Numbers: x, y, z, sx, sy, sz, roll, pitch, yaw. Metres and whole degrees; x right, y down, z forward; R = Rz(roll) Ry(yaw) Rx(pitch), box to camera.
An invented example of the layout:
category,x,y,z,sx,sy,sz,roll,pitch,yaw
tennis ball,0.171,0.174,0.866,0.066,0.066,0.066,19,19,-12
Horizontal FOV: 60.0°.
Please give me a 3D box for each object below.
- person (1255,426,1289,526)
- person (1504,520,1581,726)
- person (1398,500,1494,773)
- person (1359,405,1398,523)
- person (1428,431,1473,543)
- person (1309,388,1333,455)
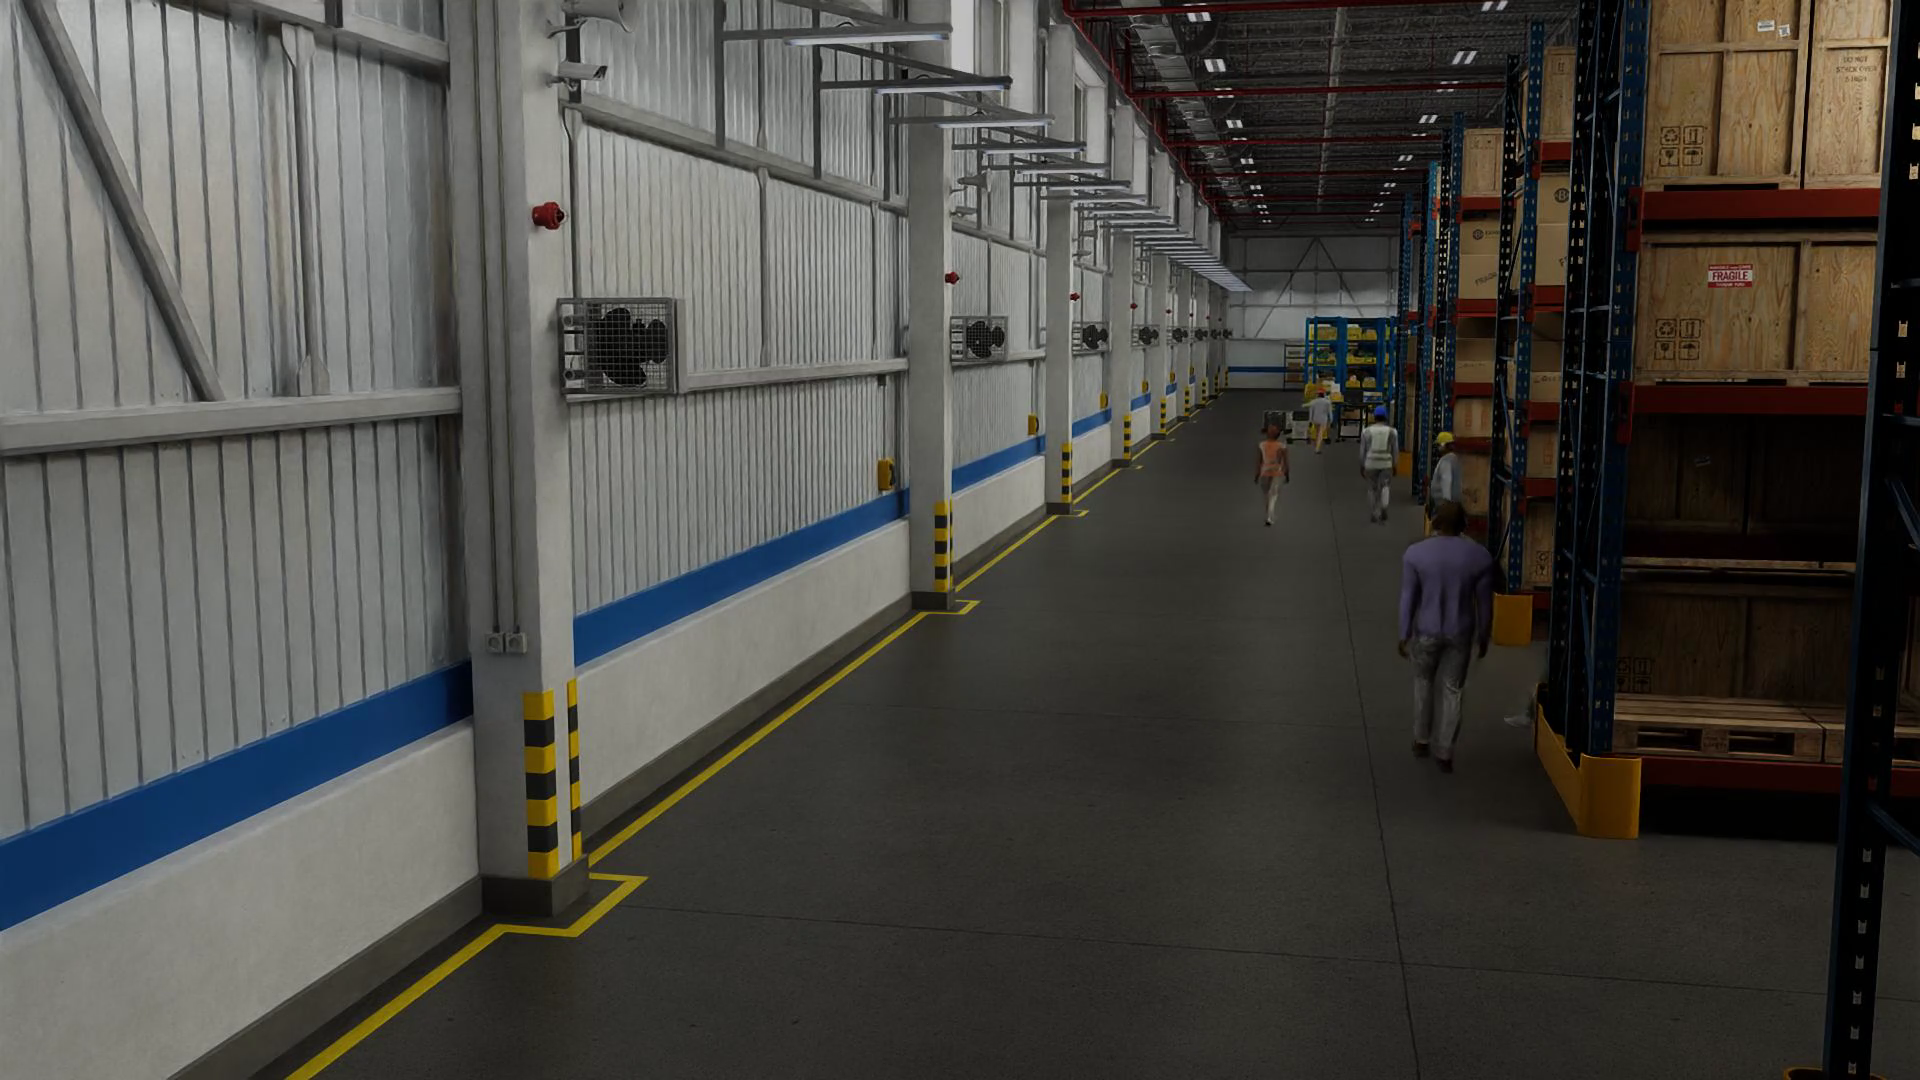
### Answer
category,x,y,z,sx,sy,sz,roll,pitch,yaw
person,5.009,-1.032,26.752,0.534,1.602,0.846,4,8,27
person,4.799,0.636,13.010,0.900,1.693,0.503,1,7,11
person,3.469,0.660,11.929,0.661,1.910,0.843,1,7,11
person,6.802,-1.234,27.050,0.608,1.933,0.429,1,7,9
person,6.502,-0.539,22.026,0.756,1.801,0.618,4,8,30
person,9.178,-3.012,42.212,0.581,1.701,0.900,6,9,38
